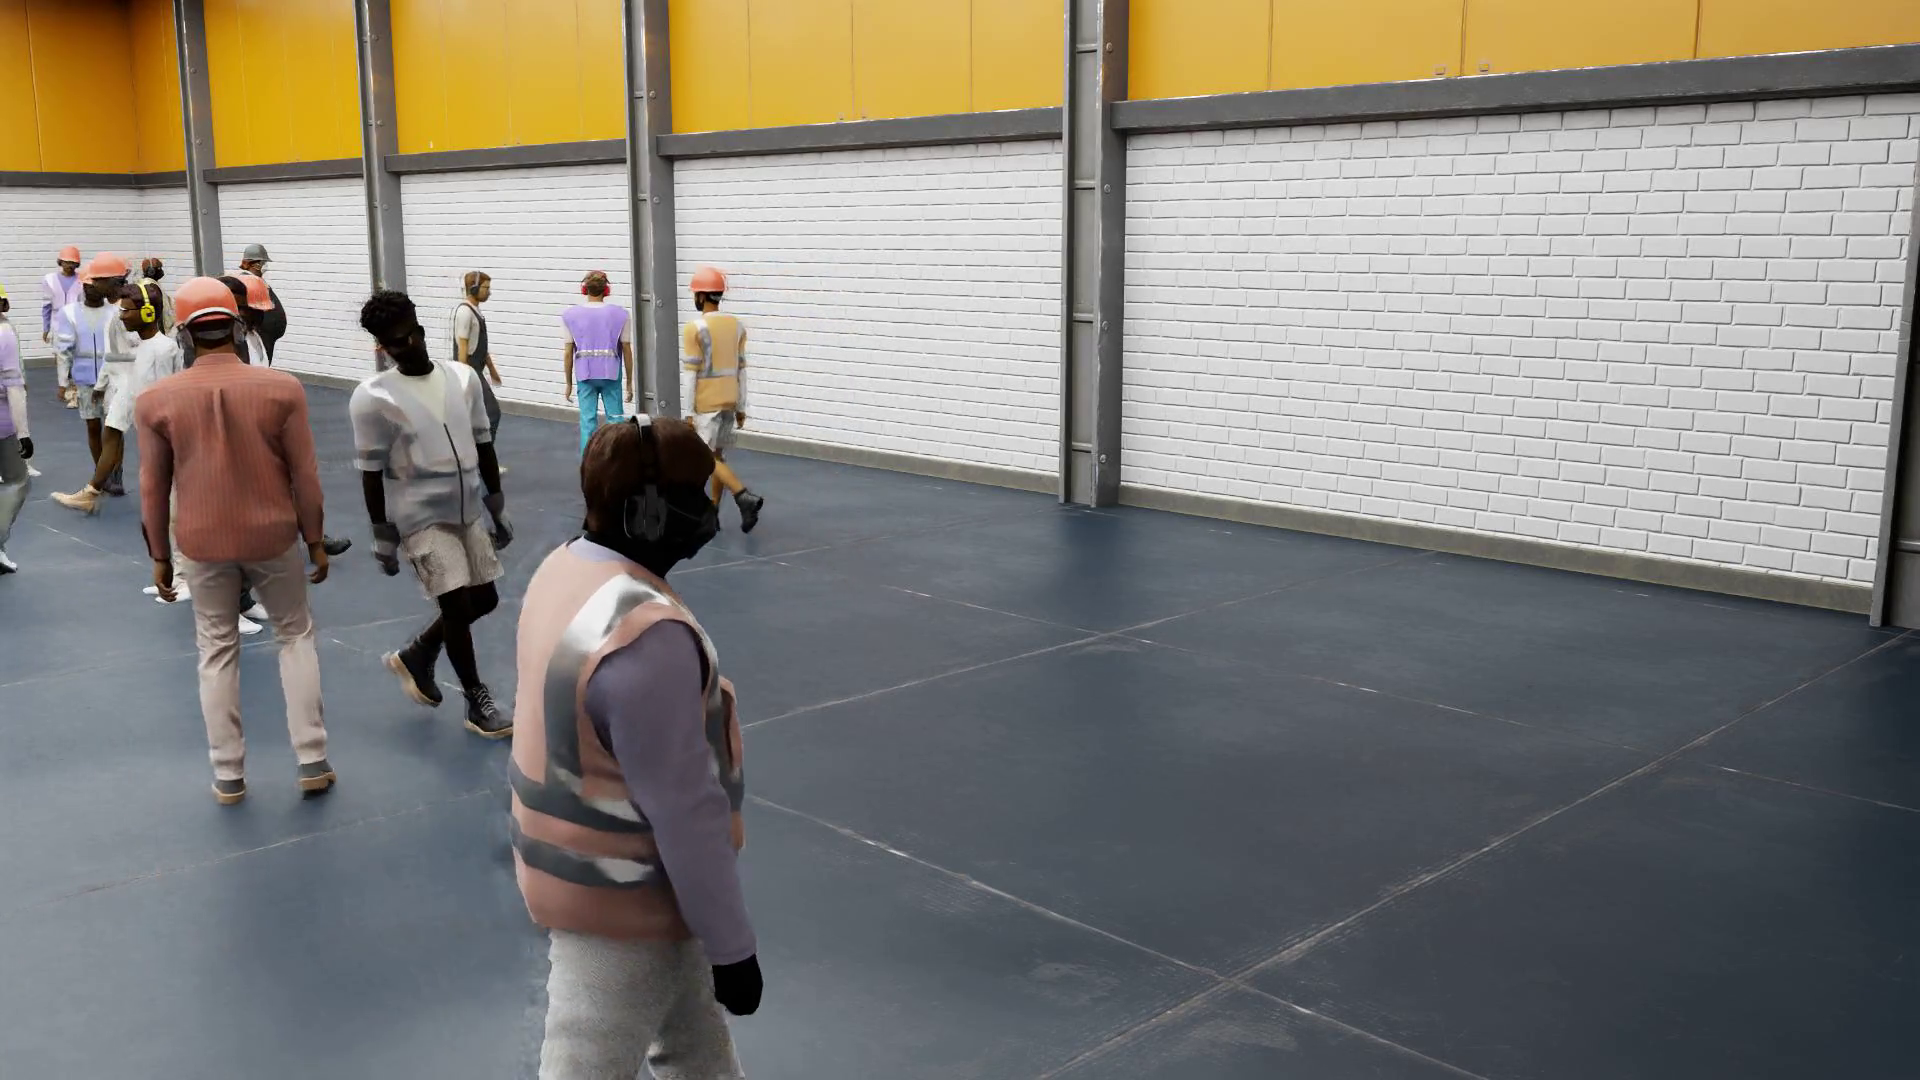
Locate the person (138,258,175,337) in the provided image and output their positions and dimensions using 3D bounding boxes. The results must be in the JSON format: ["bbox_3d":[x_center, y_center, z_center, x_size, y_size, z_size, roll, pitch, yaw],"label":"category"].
[{"bbox_3d":[-10.267,-2.676,21.278,0.429,1.845,0.621,-7,13,-35],"label":"person"}]

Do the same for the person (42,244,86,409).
[{"bbox_3d":[-10.990,-2.633,20.565,0.645,2.019,0.565,-3,11,-14],"label":"person"}]

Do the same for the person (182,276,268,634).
[{"bbox_3d":[-3.956,-0.460,9.000,0.395,1.915,0.587,0,10,1],"label":"person"}]

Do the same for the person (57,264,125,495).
[{"bbox_3d":[-7.051,-1.300,13.586,0.573,1.898,0.751,-4,11,-20],"label":"person"}]

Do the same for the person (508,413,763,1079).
[{"bbox_3d":[-0.527,0.661,3.188,0.898,1.800,0.657,-4,11,-23],"label":"person"}]

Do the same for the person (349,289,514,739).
[{"bbox_3d":[-2.224,-0.108,7.074,0.673,1.911,0.640,7,12,33],"label":"person"}]

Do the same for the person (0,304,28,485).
[{"bbox_3d":[-8.283,-1.296,14.292,0.308,1.645,0.515,4,11,20],"label":"person"}]

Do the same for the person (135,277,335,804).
[{"bbox_3d":[-2.736,0.003,6.299,0.629,1.976,0.431,-4,11,-18],"label":"person"}]

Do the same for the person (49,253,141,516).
[{"bbox_3d":[-6.466,-1.184,12.729,1.048,1.986,0.626,-6,12,-31],"label":"person"}]

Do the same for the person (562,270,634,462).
[{"bbox_3d":[-2.995,-1.309,13.815,0.569,1.843,0.375,-2,11,-10],"label":"person"}]

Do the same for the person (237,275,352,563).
[{"bbox_3d":[-4.421,-0.730,10.585,0.952,1.879,0.541,0,10,2],"label":"person"}]

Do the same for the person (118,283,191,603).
[{"bbox_3d":[-4.670,-0.563,9.725,0.330,1.861,0.504,-8,13,-36],"label":"person"}]

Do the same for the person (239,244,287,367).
[{"bbox_3d":[-8.082,-2.407,19.271,0.537,2.000,0.688,-2,11,-13],"label":"person"}]

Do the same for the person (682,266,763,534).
[{"bbox_3d":[-1.681,-0.974,11.789,0.775,1.922,0.542,9,13,39],"label":"person"}]

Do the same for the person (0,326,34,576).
[{"bbox_3d":[-6.057,-0.704,10.321,0.616,1.913,0.404,0,10,-1],"label":"person"}]

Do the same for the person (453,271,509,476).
[{"bbox_3d":[-4.242,-1.469,14.774,0.609,1.816,0.511,-2,11,-12],"label":"person"}]

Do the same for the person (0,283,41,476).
[{"bbox_3d":[-8.400,-1.393,14.568,0.326,1.744,0.488,4,11,23],"label":"person"}]
